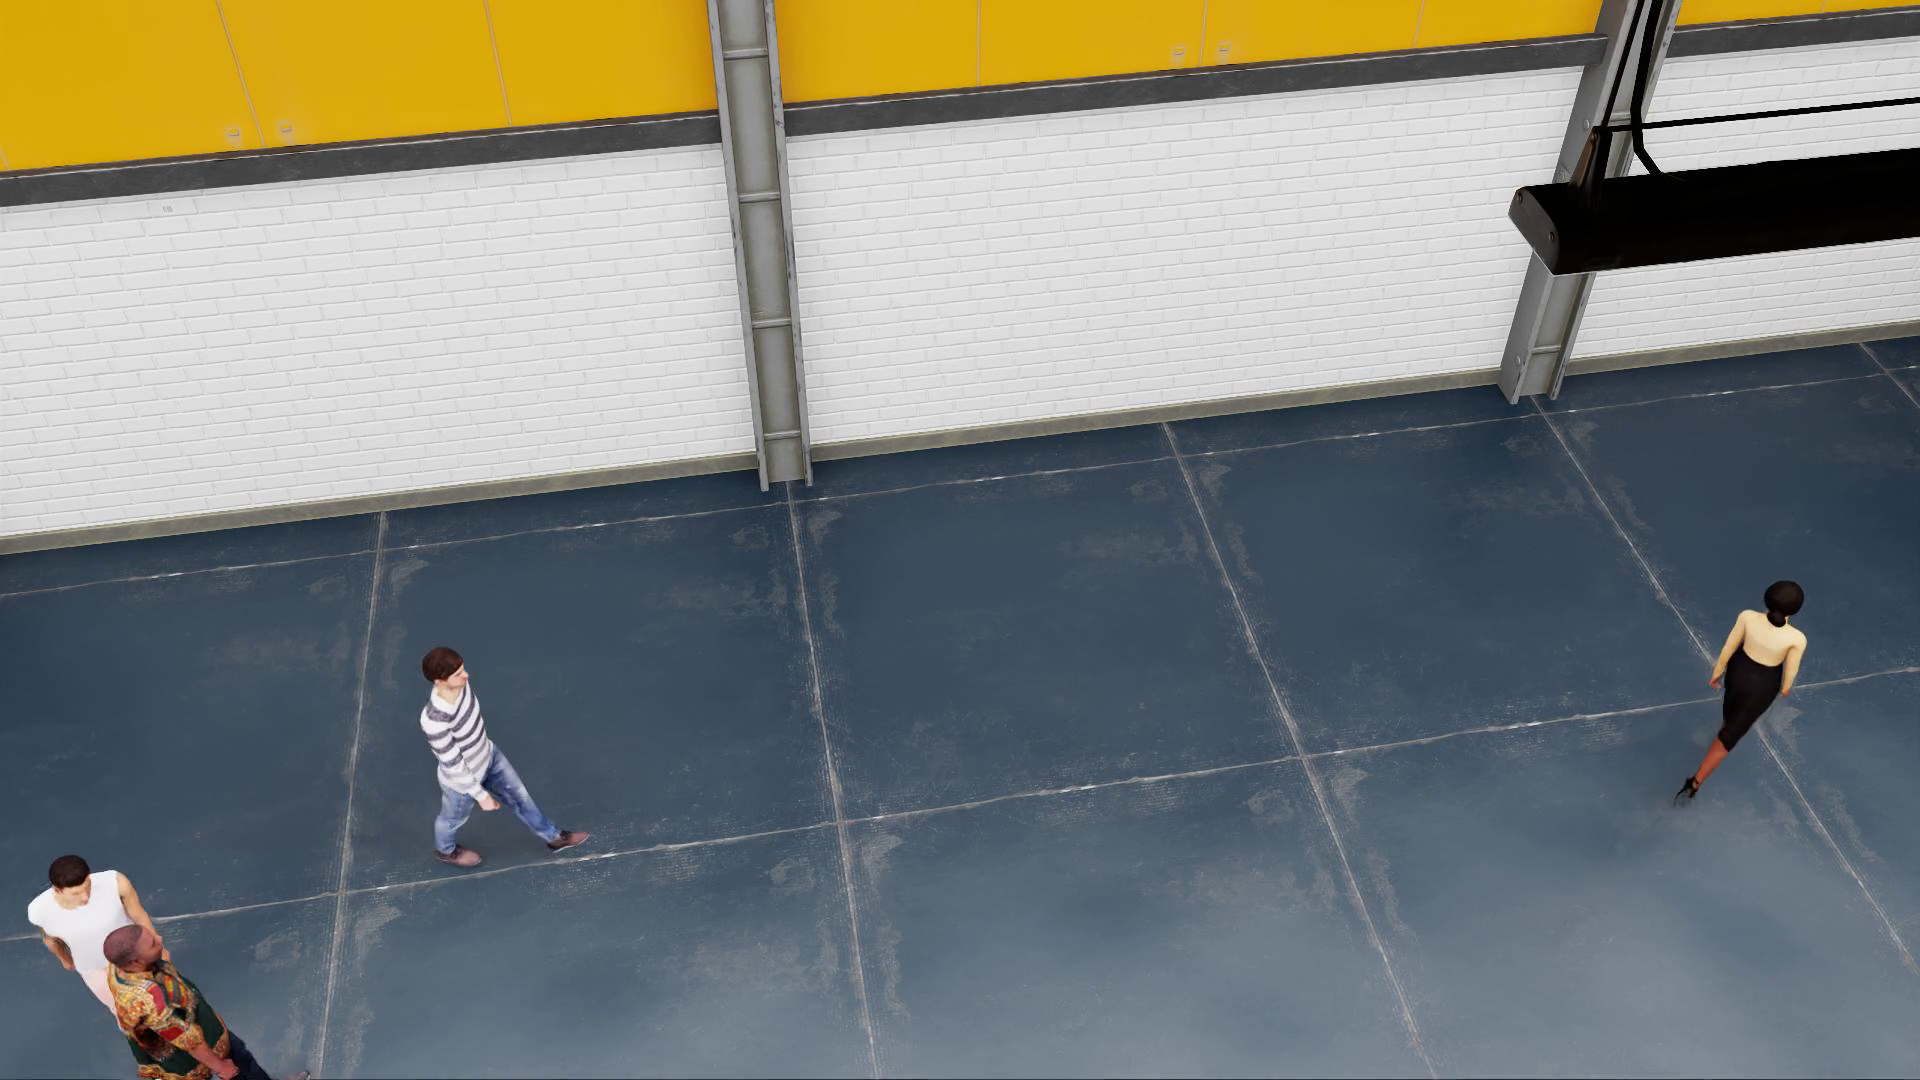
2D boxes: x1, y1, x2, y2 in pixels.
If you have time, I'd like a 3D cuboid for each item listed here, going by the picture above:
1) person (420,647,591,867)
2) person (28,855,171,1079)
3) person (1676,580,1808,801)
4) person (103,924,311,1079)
[{"bbox_3d":[-2.903,1.301,9.489,1.248,1.800,0.919,6,44,6],"label":"person"},{"bbox_3d":[-4.471,2.080,8.723,1.072,1.728,0.956,-18,47,-18],"label":"person"},{"bbox_3d":[4.710,0.930,10.012,1.117,1.615,0.913,-31,52,-29],"label":"person"},{"bbox_3d":[-3.910,2.543,8.202,1.269,1.776,0.991,-24,48,-23],"label":"person"}]
